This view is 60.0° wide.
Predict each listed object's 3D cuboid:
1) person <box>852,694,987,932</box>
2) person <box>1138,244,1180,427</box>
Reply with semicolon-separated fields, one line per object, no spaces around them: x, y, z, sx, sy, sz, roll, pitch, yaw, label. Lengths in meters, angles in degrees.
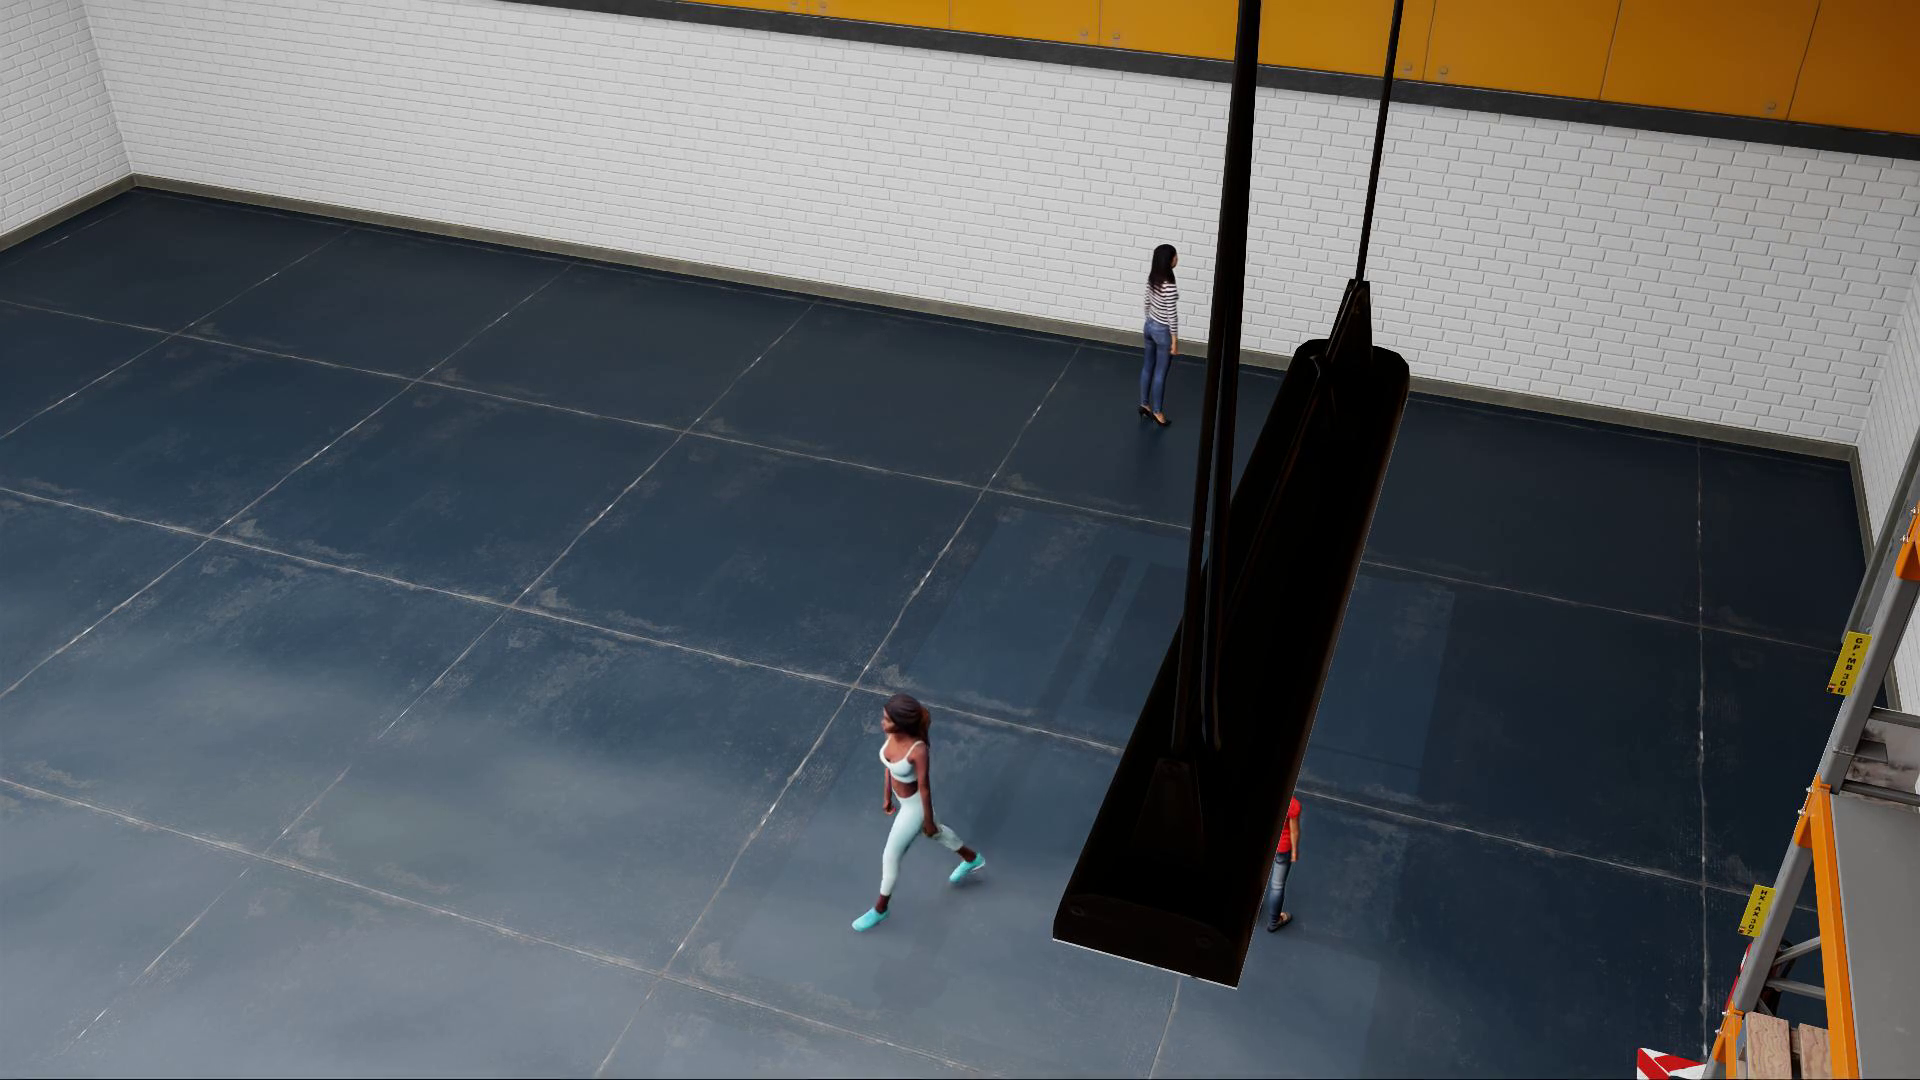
-0.218;1.616;10.232;1.180;1.674;1.093;-16;37;-22;person
1.845;-1.894;15.403;0.691;1.796;0.648;-17;37;-24;person
